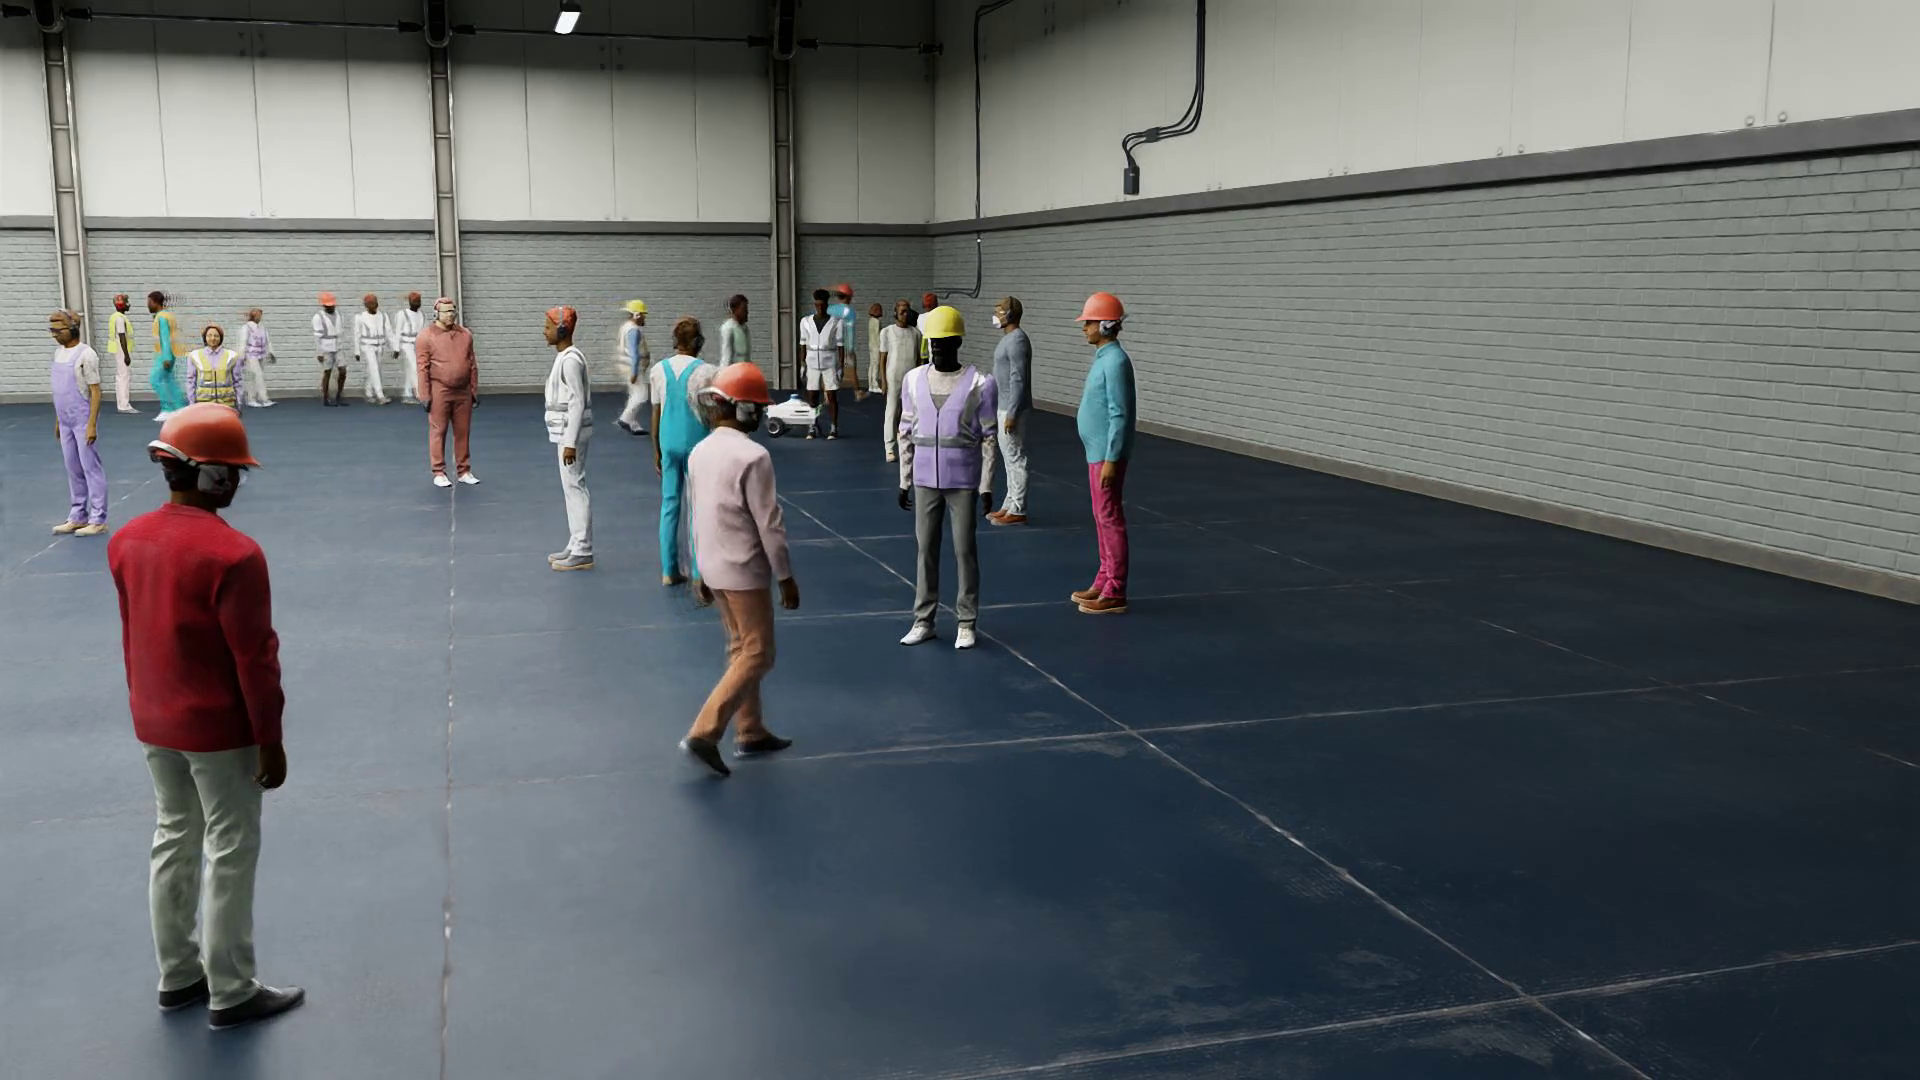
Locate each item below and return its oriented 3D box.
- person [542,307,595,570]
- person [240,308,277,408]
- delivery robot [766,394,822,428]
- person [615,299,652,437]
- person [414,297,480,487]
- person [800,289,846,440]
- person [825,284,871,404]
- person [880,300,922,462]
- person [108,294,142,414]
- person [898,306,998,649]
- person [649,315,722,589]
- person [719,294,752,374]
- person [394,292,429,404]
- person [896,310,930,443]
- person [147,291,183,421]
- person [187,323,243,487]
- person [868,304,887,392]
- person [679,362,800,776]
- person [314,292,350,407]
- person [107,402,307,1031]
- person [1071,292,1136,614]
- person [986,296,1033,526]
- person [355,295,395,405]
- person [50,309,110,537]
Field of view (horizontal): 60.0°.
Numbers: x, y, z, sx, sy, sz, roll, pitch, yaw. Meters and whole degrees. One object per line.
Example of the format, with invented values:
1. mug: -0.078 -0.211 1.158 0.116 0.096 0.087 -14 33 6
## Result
1. person: -2.806 -0.726 11.933 0.339 1.882 0.584 -3 9 -16
2. person: -11.331 -2.942 26.952 0.764 1.604 0.530 2 9 14
3. delivery robot: -2.183 -1.676 21.926 0.707 0.478 0.477 1 9 4
4. person: -4.267 -2.246 21.851 0.455 1.813 0.587 -3 9 -19
5. person: -5.134 -1.483 16.736 0.403 1.900 0.647 8 12 43
6. person: -1.784 -2.275 21.594 0.603 1.958 0.375 2 9 10
7. person: -1.927 -3.259 27.790 0.633 1.986 1.048 6 11 36
8. person: -0.662 -1.811 18.986 0.507 1.847 0.345 -3 10 -21
9. person: -12.942 -2.865 25.688 0.389 1.850 0.563 -6 11 -33
10. person: -0.078 -0.346 9.374 0.585 1.928 0.370 3 9 19
11. person: -1.830 -0.584 11.192 0.511 1.837 0.353 3 9 16
12. person: -2.639 -1.914 19.447 0.496 1.906 0.602 2 9 14
13. person: -9.025 -3.178 27.667 0.922 1.844 0.615 5 10 28
14. person: -0.628 -2.068 21.093 0.541 1.695 0.315 3 9 17
15. person: -11.715 -2.684 24.380 0.581 1.896 0.618 -4 10 -26
16. person: -7.421 -1.335 16.592 0.511 1.644 0.307 -4 10 -26
17. person: -1.536 -3.527 30.604 0.280 1.633 0.502 -3 10 -21
18. person: -0.955 0.118 7.029 0.619 1.731 0.578 -6 11 -34
19. person: -10.215 -3.086 27.017 0.648 1.876 0.583 7 11 37
20. person: -2.087 0.488 4.650 0.574 1.742 0.355 5 10 28
21. person: 0.900 -0.540 10.394 0.384 1.993 0.623 0 9 -3
22. person: 0.425 -1.086 14.064 0.372 1.940 0.630 -1 9 -5
23. person: -9.790 -3.172 27.754 1.013 1.836 0.577 7 12 40
24. person: -7.158 -0.944 13.470 0.506 1.842 0.346 5 10 29
